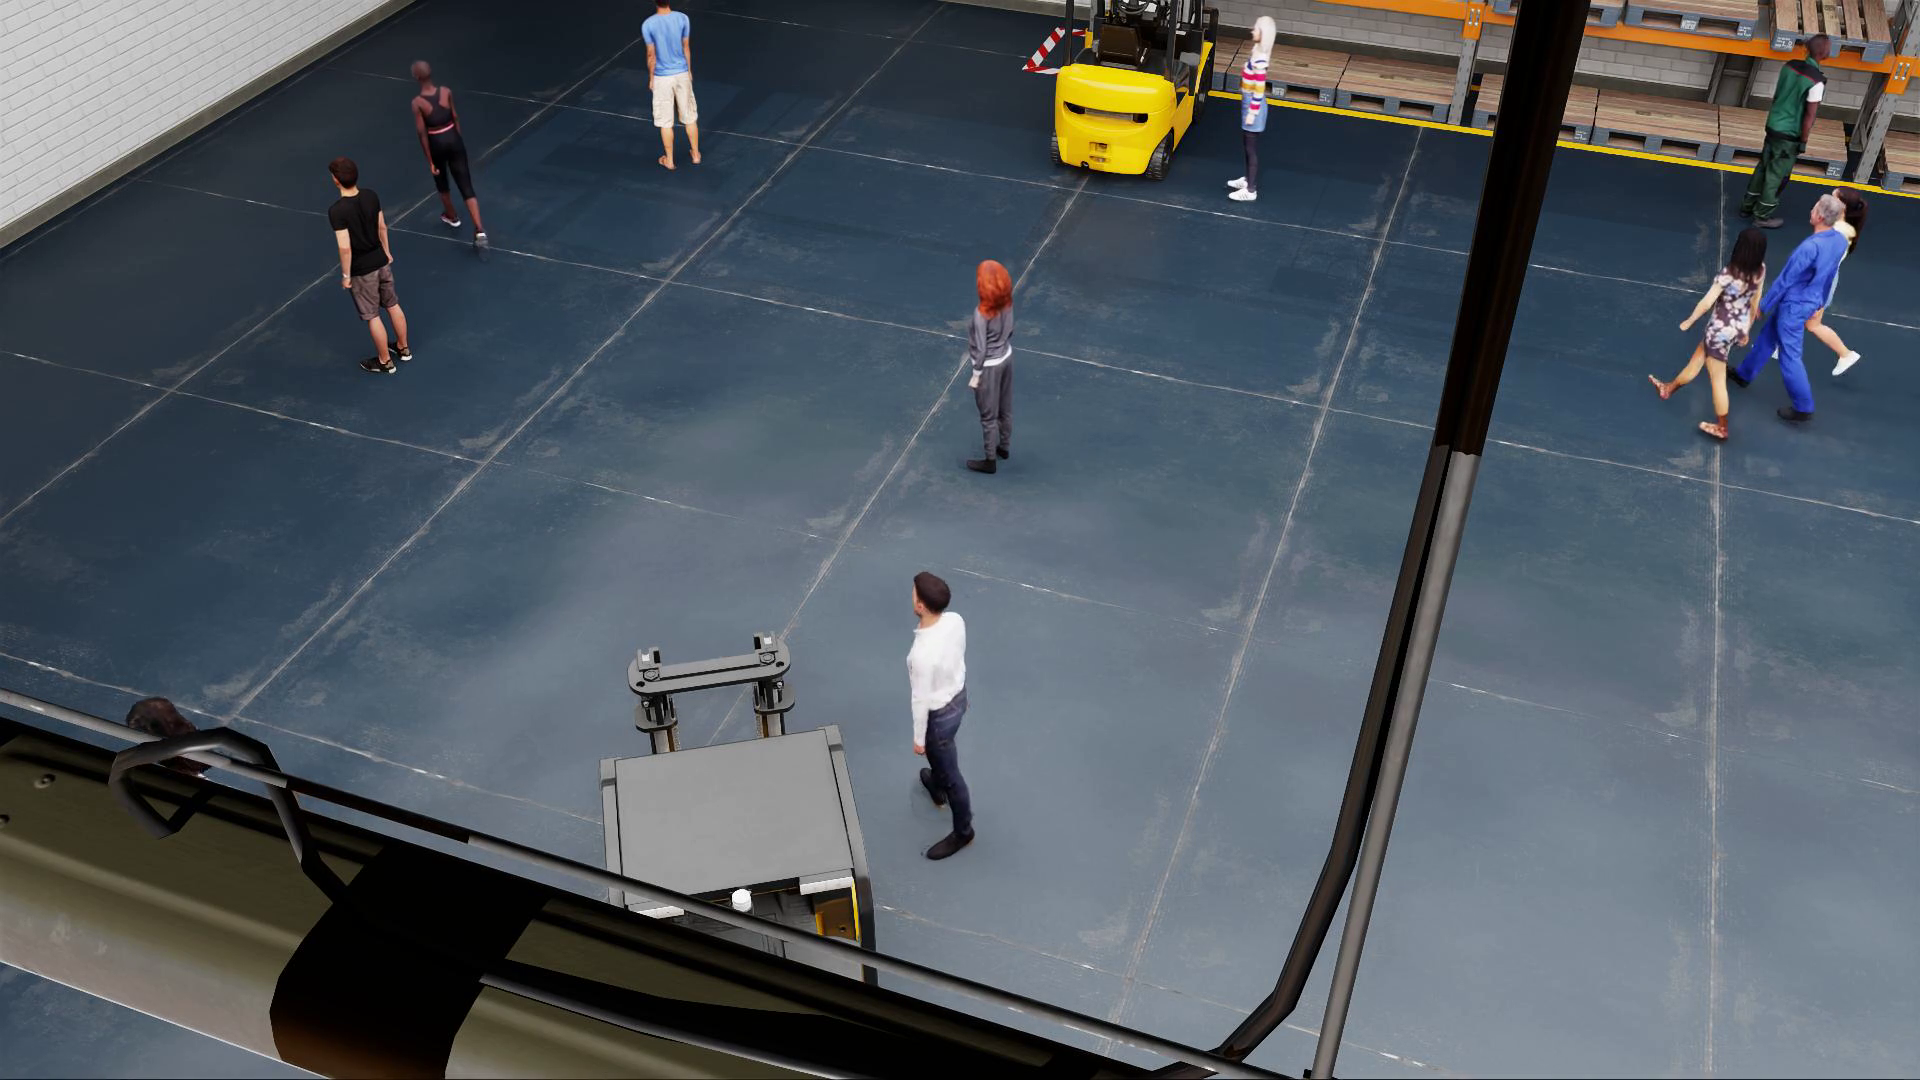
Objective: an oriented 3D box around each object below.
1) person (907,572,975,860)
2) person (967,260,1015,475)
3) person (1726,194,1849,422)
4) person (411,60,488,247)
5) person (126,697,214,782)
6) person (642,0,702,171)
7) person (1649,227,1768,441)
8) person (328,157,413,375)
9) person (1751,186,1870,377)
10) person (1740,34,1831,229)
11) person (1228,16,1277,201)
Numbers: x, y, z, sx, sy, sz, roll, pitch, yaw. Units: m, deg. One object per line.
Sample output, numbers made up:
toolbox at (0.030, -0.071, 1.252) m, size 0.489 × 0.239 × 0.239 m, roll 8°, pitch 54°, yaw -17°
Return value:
person at (-0.073, 1.003, 9.444) m, size 0.816 × 1.838 × 0.813 m, roll 13°, pitch 40°, yaw 16°
person at (0.243, -1.291, 12.361) m, size 0.593 × 1.782 × 0.637 m, roll 24°, pitch 45°, yaw 27°
person at (6.578, -1.757, 12.939) m, size 1.120 × 1.789 × 1.294 m, roll -25°, pitch 45°, yaw -28°
person at (-4.654, -3.499, 15.178) m, size 1.071 × 1.716 × 1.248 m, roll -21°, pitch 43°, yaw -24°
person at (-4.111, 1.434, 9.087) m, size 0.821 × 1.609 × 0.842 m, roll -29°, pitch 47°, yaw -32°
person at (-2.846, -4.582, 16.415) m, size 0.735 × 1.865 × 0.785 m, roll -18°, pitch 42°, yaw -21°
person at (5.895, -1.522, 12.723) m, size 1.028 × 1.691 × 1.124 m, roll -19°, pitch 42°, yaw -22°
person at (-4.803, -2.225, 13.467) m, size 0.613 × 1.861 × 0.719 m, roll 18°, pitch 42°, yaw 21°
person at (7.034, -2.065, 13.467) m, size 1.096 × 1.611 × 0.782 m, roll 23°, pitch 44°, yaw 26°
person at (7.685, -3.808, 15.468) m, size 0.801 × 1.838 × 0.790 m, roll -5°, pitch 39°, yaw -7°
person at (2.820, -4.127, 15.891) m, size 0.599 × 1.808 × 0.695 m, roll 5°, pitch 39°, yaw 7°
